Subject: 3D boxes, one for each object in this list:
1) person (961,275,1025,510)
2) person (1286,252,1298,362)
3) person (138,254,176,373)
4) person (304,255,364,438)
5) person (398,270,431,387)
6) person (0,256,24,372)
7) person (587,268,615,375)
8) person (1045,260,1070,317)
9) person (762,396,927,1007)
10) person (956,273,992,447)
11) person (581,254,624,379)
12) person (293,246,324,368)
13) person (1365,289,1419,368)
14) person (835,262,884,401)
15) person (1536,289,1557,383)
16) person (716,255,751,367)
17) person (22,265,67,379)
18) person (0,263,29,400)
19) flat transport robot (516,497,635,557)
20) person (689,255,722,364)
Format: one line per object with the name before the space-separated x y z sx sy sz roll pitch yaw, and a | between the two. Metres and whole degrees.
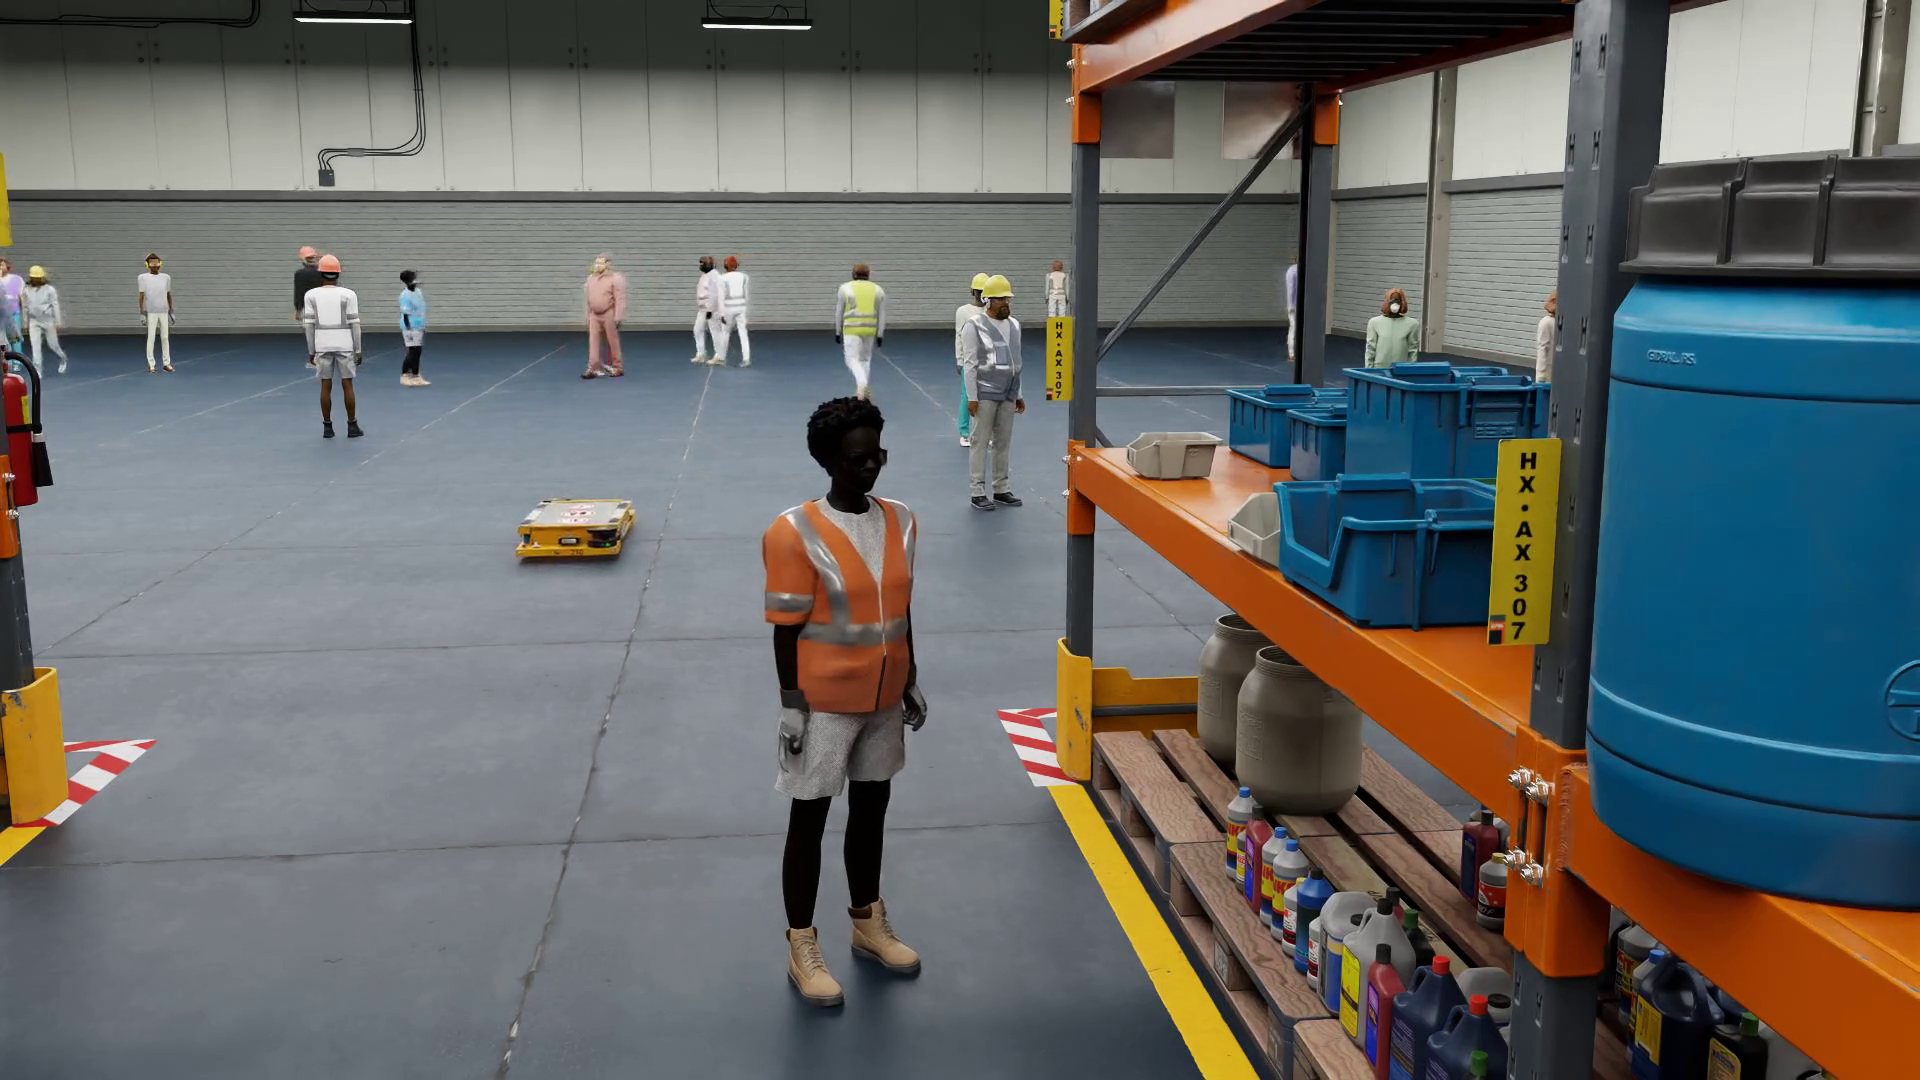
person | 0.284 -1.160 13.100 0.588 1.834 0.403 -9 14 -42
person | 5.801 -4.002 28.429 0.628 1.928 0.452 -8 13 -36
person | -12.669 -3.578 26.258 0.535 1.868 0.309 -10 14 -44
person | -6.649 -2.051 17.695 0.552 1.937 0.361 -2 10 -9
person | -7.824 -3.012 23.731 0.366 1.664 0.567 1 10 3
person | -15.034 -3.553 26.245 0.580 1.830 0.450 -4 11 -21
person | -5.491 -3.395 25.589 0.522 1.750 0.504 -10 14 -43
person | 2.056 -5.068 35.075 0.515 1.635 0.313 -1 10 -3
person | -0.314 0.440 4.702 0.533 1.697 0.319 -10 14 -43
person | 0.209 -1.828 16.956 0.533 1.765 0.329 -5 11 -26
person | -5.398 -3.374 25.160 0.667 1.874 0.829 4 11 20
person | -10.497 -3.765 26.966 0.469 1.980 0.641 7 12 33
person | 4.201 -1.629 16.219 0.500 1.633 0.281 2 10 9
person | -1.281 -2.692 21.552 0.634 1.816 0.765 -5 12 -26
person | 5.816 -1.642 16.323 0.501 1.623 0.293 -8 13 -36
person | -3.740 -3.774 27.477 0.580 1.834 1.024 -6 12 -30
person | -13.902 -3.312 25.245 0.516 1.712 0.706 -2 10 -10
person | -12.134 -2.648 21.065 0.645 1.909 0.807 8 13 38
flat transport robot | -2.659 -0.104 11.594 0.652 0.197 1.431 -1 10 -6
person | -4.279 -3.847 27.863 0.683 1.820 0.641 -6 12 -29
